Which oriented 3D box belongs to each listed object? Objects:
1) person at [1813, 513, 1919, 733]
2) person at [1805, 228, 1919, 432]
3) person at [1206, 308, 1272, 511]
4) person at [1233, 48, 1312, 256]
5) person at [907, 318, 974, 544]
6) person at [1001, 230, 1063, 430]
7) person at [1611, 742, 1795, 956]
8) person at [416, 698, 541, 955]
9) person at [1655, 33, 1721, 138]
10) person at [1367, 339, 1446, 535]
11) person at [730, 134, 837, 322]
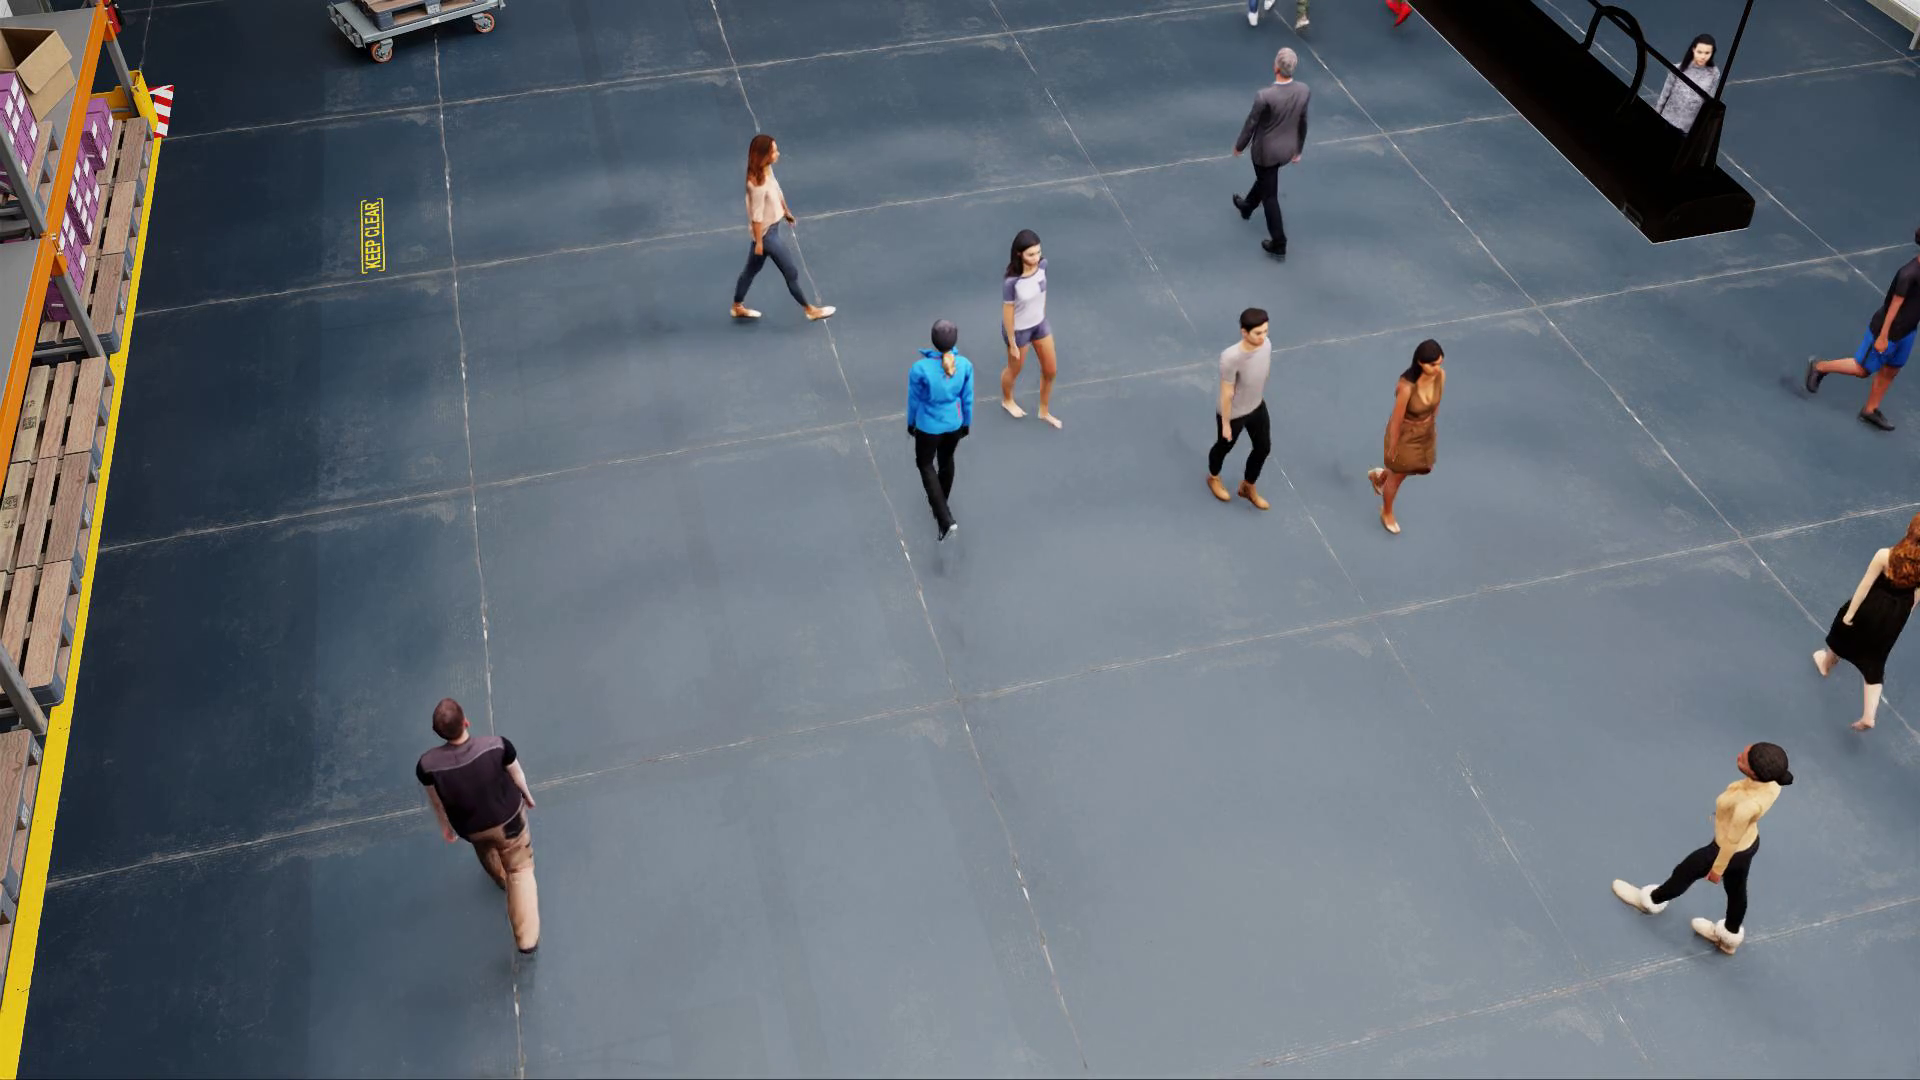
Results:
[{"bbox_3d":[5.816,0.522,10.466,0.836,1.593,1.107,5,44,5],"label":"person"},{"bbox_3d":[7.017,-1.665,12.626,0.784,1.779,1.086,-23,48,-22],"label":"person"},{"bbox_3d":[1.972,-1.002,11.984,0.736,1.705,0.848,-22,48,-22],"label":"person"},{"bbox_3d":[2.731,-3.305,14.341,0.904,1.787,1.265,-19,47,-19],"label":"person"},{"bbox_3d":[-0.135,-0.747,11.663,0.607,1.779,0.975,-9,44,-10],"label":"person"},{"bbox_3d":[0.436,-1.640,12.648,0.793,1.712,0.911,-31,52,-28],"label":"person"},{"bbox_3d":[4.325,1.737,9.164,0.871,1.628,1.058,-30,51,-28],"label":"person"},{"bbox_3d":[-2.611,1.585,9.192,0.735,1.810,1.141,-8,44,-8],"label":"person"},{"bbox_3d":[6.416,-3.742,14.856,0.916,1.709,1.113,9,44,10],"label":"person"},{"bbox_3d":[3.124,-0.776,11.768,0.704,1.676,0.806,-24,49,-24],"label":"person"},{"bbox_3d":[-1.663,-2.491,13.524,0.863,1.737,1.125,0,44,0],"label":"person"}]
